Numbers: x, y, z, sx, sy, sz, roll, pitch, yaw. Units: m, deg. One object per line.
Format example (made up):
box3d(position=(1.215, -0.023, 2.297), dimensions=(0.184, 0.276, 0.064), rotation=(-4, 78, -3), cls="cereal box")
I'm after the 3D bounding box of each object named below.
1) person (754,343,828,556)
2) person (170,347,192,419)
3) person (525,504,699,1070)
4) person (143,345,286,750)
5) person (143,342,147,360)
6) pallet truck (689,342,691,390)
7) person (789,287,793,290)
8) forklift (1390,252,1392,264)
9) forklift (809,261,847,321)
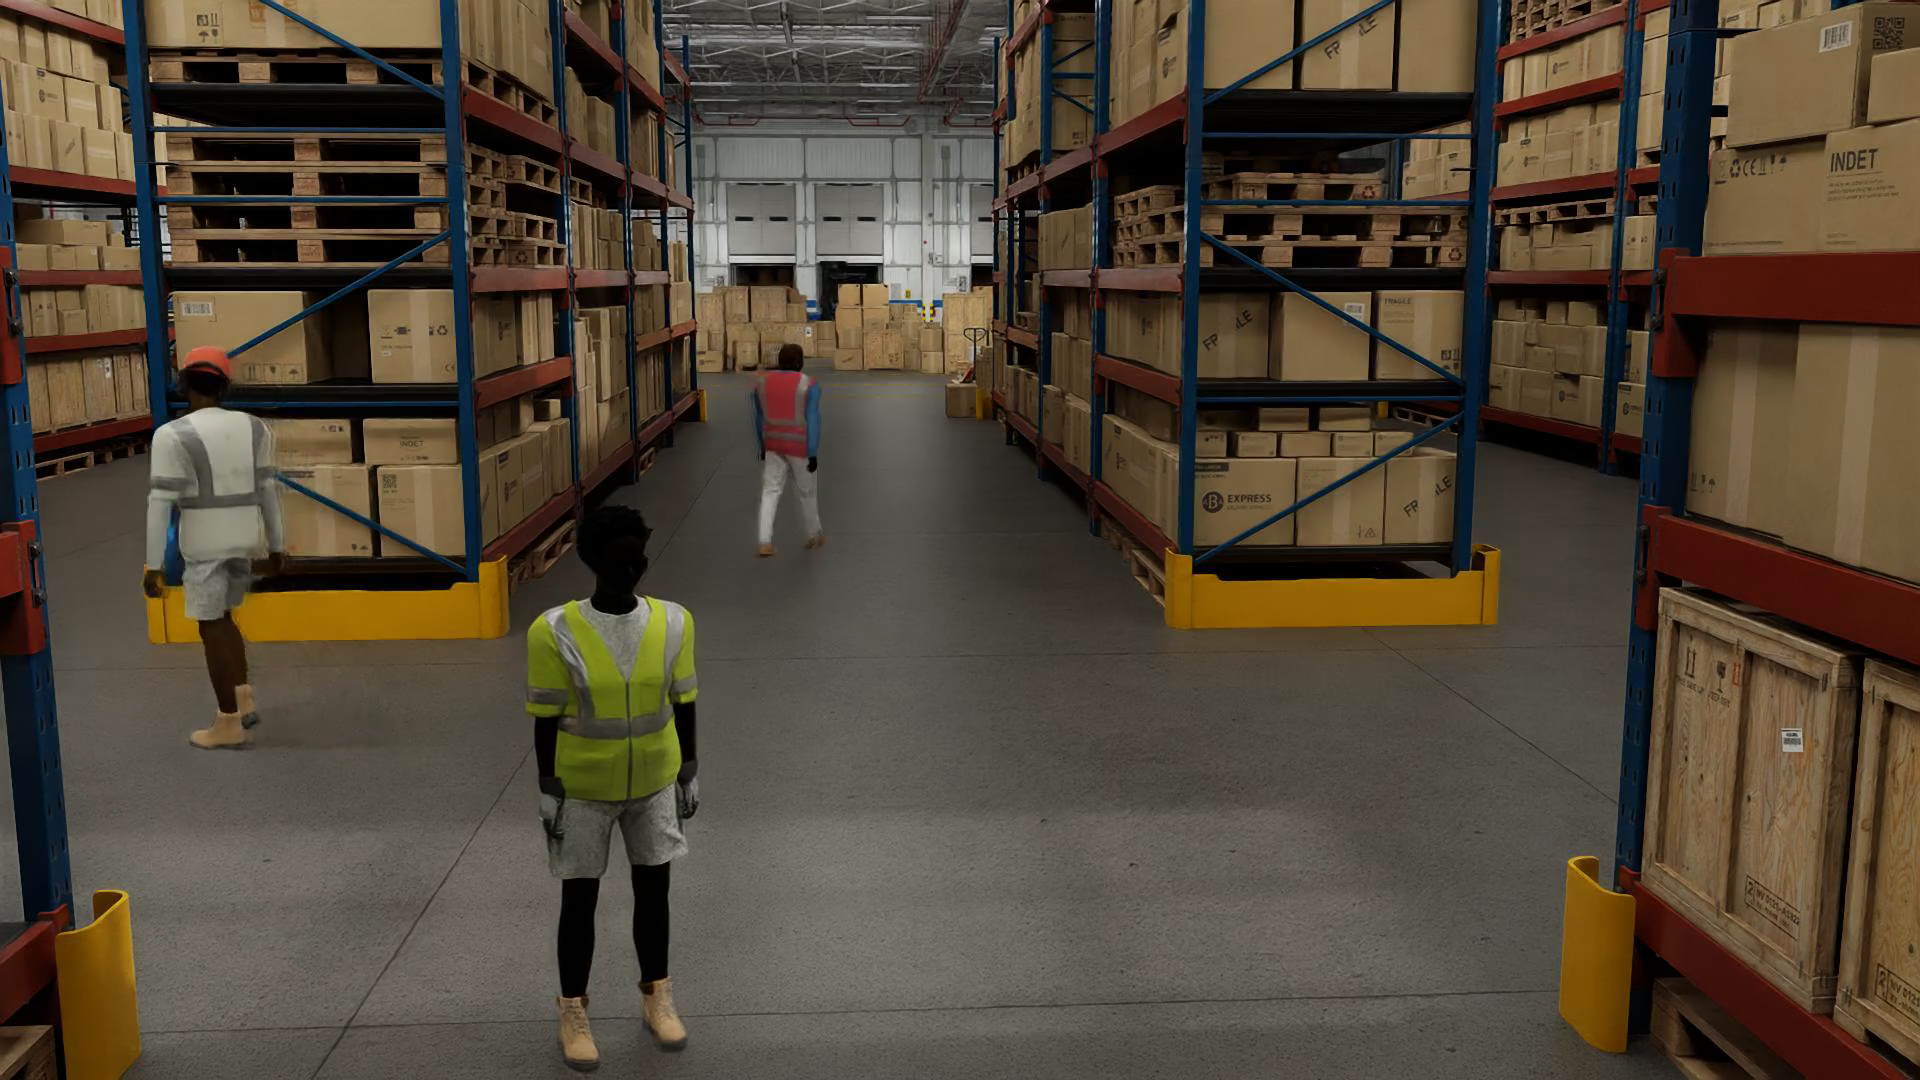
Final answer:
box3d(position=(-1.463, -0.767, 14.084), dimensions=(0.645, 1.794, 0.971), rotation=(3, 10, 20), cls="person")
box3d(position=(-8.027, -1.198, 17.251), dimensions=(0.281, 1.634, 0.498), rotation=(2, 9, 11), cls="person")
box3d(position=(-1.031, 0.728, 4.990), dimensions=(0.531, 1.692, 0.318), rotation=(-5, 10, -28), cls="person")
box3d(position=(-3.721, 0.049, 8.251), dimensions=(0.472, 2.004, 0.753), rotation=(5, 10, 28), cls="person")
box3d(position=(-21.916, -5.690, 44.796), dimensions=(0.506, 1.847, 0.350), rotation=(5, 10, 26), cls="person")
box3d(position=(-5.225, -3.008, 27.480), dimensions=(1.885, 1.965, 0.823), rotation=(2, 9, 14), cls="pallet truck")
box3d(position=(-5.974, -7.934, 58.596), dimensions=(0.543, 1.939, 0.355), rotation=(-4, 10, -25), cls="person")
box3d(position=(8.320, -4.469, 33.893), dimensions=(1.129, 2.768, 1.873), rotation=(-1, 9, -4), cls="forklift")
box3d(position=(-4.183, -7.836, 55.031), dimensions=(1.873, 2.768, 1.129), rotation=(8, 12, 40), cls="forklift")
